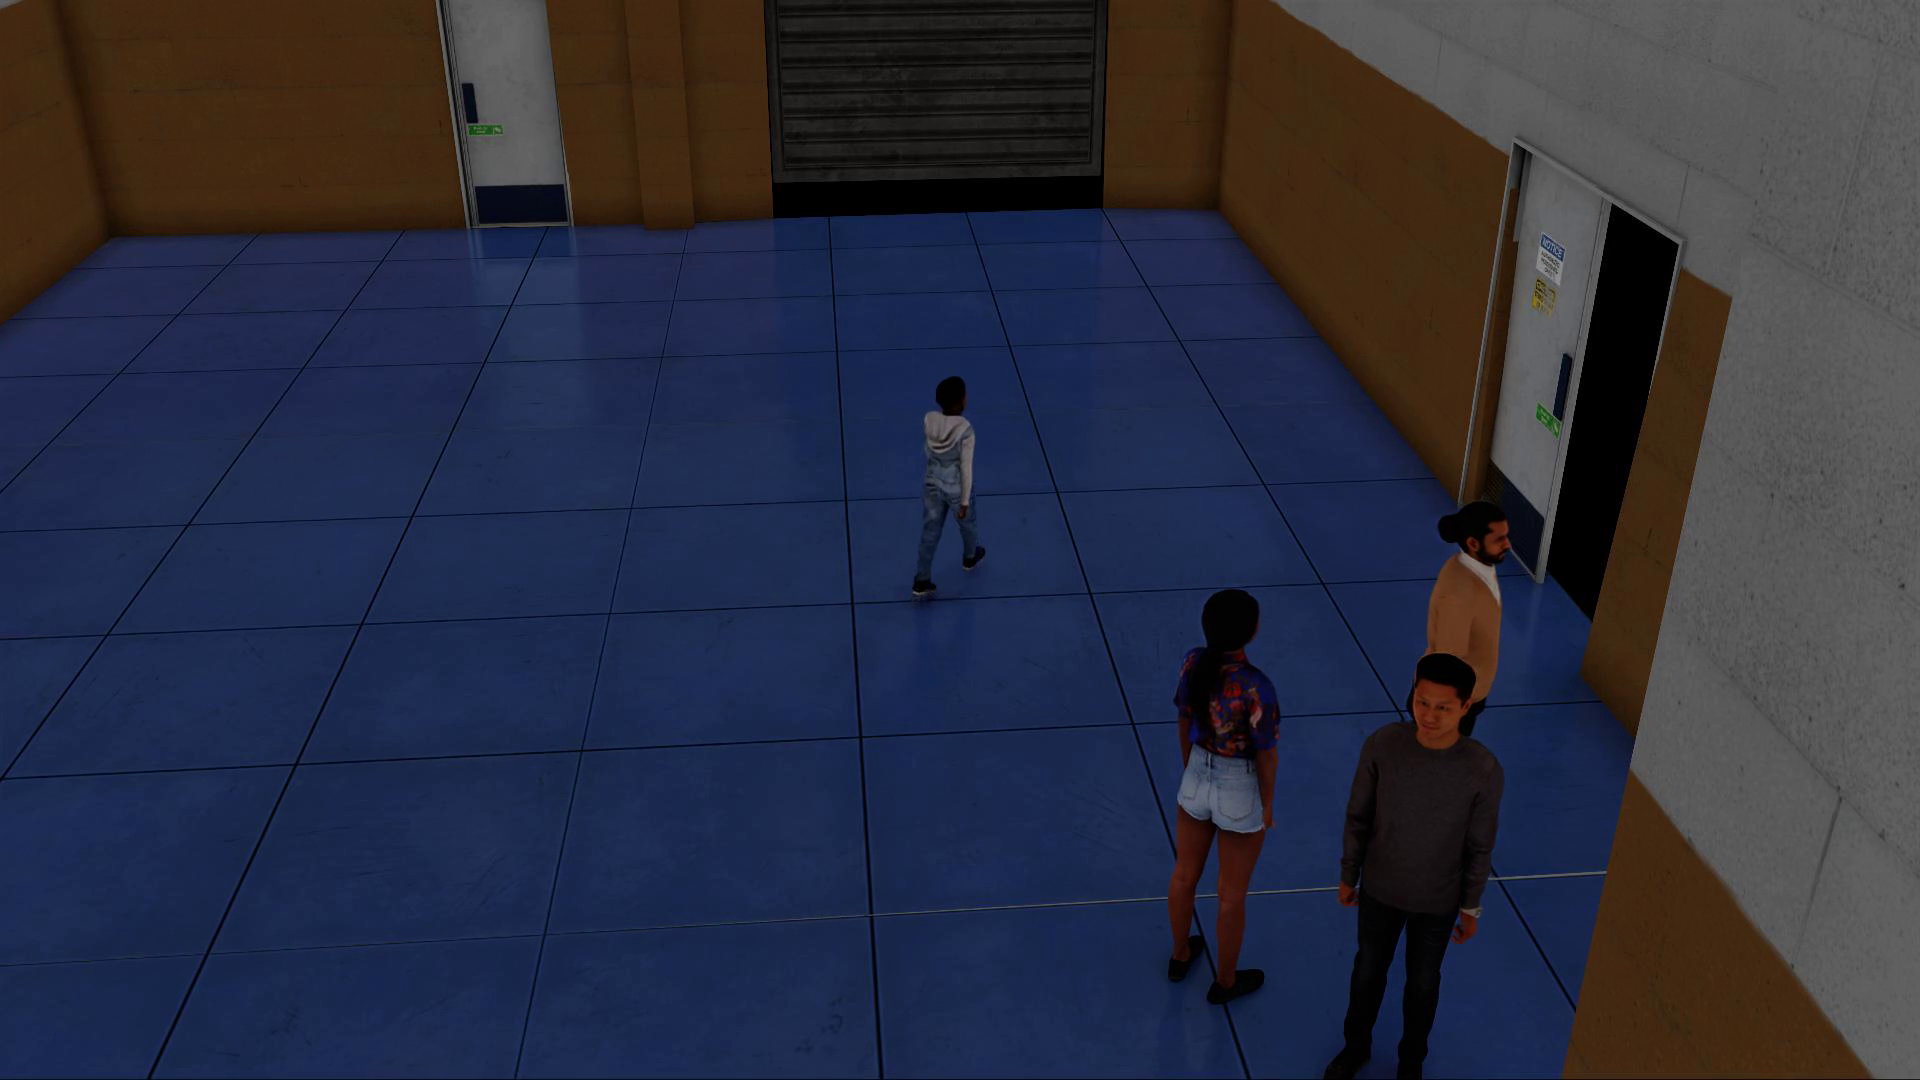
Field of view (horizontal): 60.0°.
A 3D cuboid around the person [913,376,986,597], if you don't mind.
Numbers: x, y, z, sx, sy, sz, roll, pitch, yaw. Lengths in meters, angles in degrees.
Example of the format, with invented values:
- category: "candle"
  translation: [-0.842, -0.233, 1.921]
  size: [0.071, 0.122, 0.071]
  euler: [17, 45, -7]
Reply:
- category: "person"
  translation: [-0.106, -0.271, 9.094]
  size: [0.895, 1.234, 0.807]
  euler: [12, 29, 22]

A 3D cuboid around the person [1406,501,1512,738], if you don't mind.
- category: "person"
  translation: [1.982, 0.637, 6.723]
  size: [0.746, 1.753, 0.750]
  euler: [11, 29, 21]

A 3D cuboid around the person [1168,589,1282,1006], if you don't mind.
- category: "person"
  translation: [0.961, 0.944, 6.137]
  size: [0.663, 1.743, 0.713]
  euler: [23, 35, 37]

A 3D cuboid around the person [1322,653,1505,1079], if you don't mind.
- category: "person"
  translation: [1.546, 1.168, 5.667]
  size: [0.649, 1.768, 0.774]
  euler: [-9, 28, -17]
